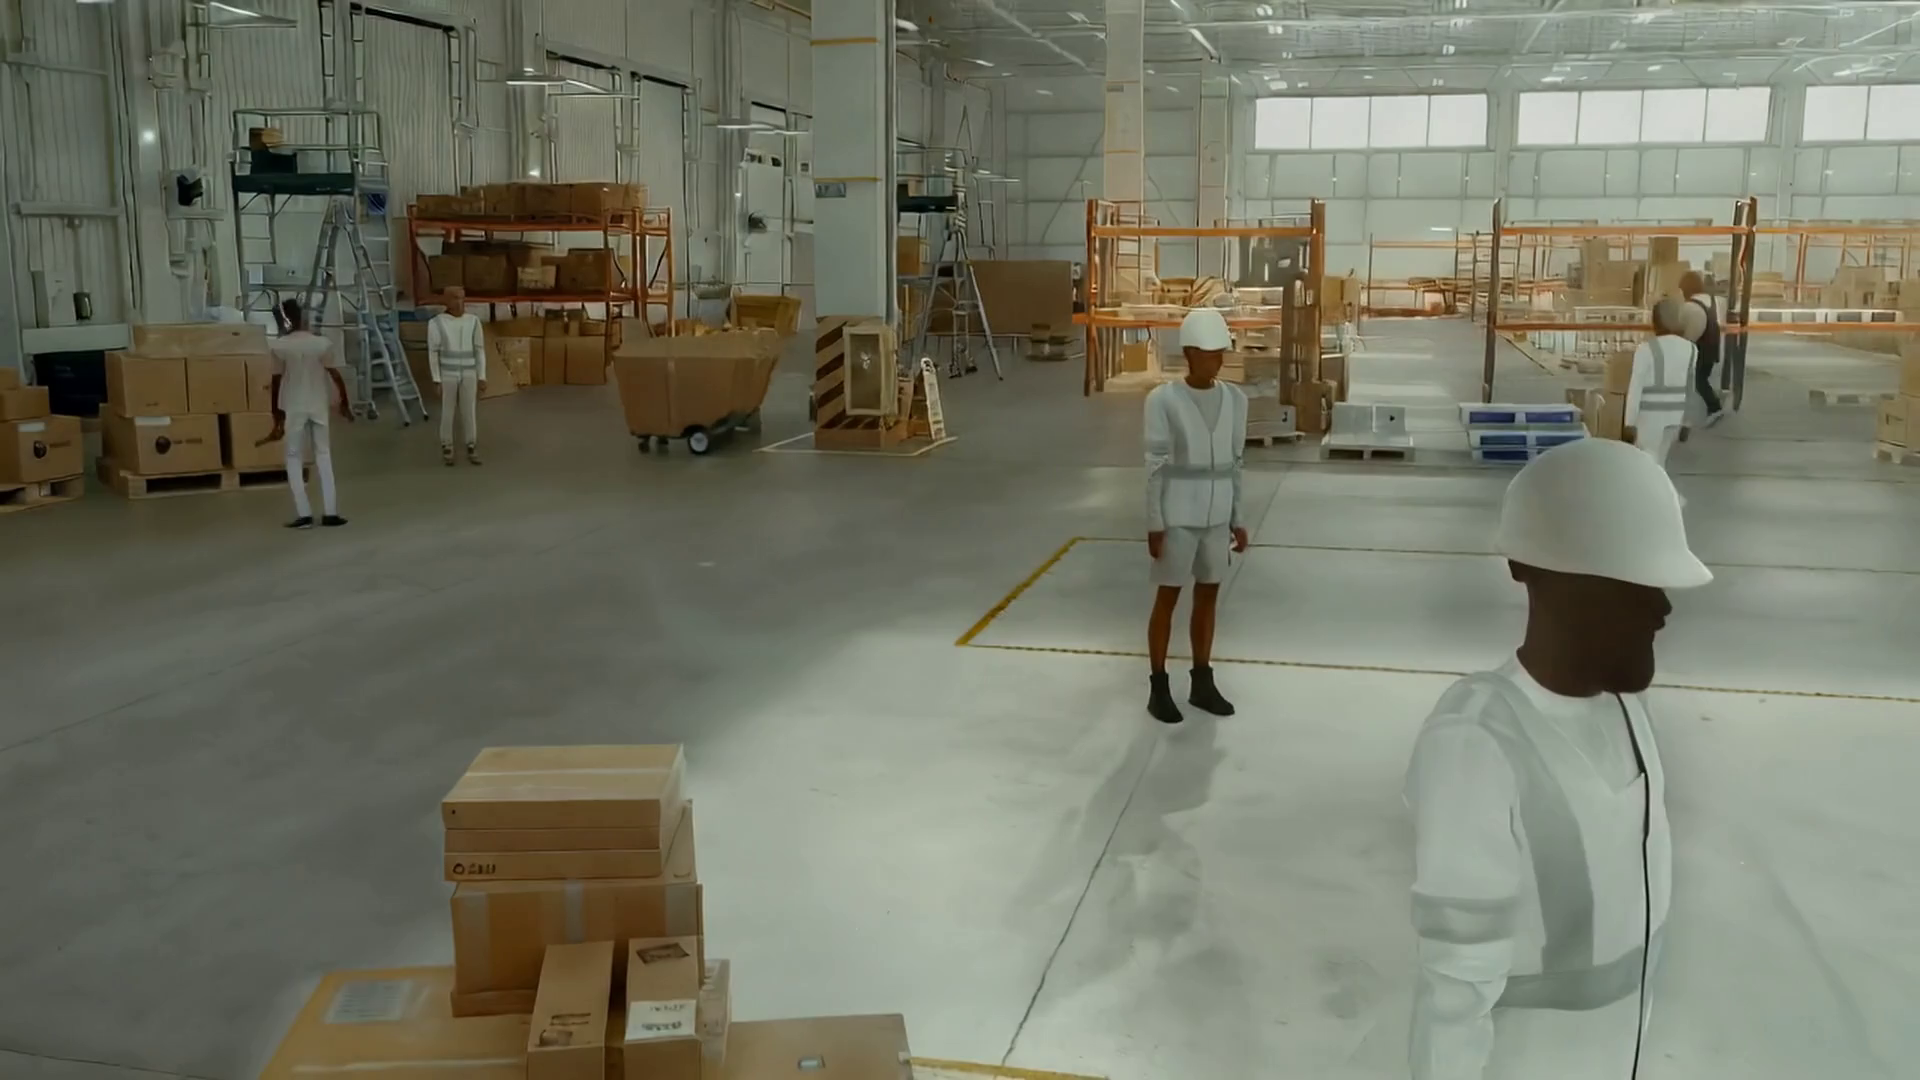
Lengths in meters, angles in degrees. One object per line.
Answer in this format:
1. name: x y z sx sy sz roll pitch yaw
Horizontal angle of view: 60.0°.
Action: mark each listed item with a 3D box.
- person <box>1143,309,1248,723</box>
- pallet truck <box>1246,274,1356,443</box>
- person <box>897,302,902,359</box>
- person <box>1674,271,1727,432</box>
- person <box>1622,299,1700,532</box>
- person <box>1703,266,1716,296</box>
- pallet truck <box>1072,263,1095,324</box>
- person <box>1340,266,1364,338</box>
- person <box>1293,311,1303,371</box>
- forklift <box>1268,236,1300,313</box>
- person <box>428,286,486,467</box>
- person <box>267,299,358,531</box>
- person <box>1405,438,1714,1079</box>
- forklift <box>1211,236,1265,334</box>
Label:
1. person: 1.121 -0.112 7.833 0.545 1.939 0.374 -4 10 -22
2. pallet truck: 3.653 -2.138 19.590 1.885 1.965 0.823 -4 10 -20
3. person: -1.089 -2.669 22.916 0.588 1.928 0.384 -4 10 -21
4. person: 9.090 -2.323 20.550 0.765 2.000 0.884 -6 11 -30
5. person: 5.488 -0.936 12.904 0.577 1.863 0.765 -4 10 -22
6. person: 22.845 -7.401 50.807 0.362 1.929 0.629 6 11 30
7. pallet truck: 4.325 -8.180 55.162 0.823 1.965 1.885 6 11 31
8. person: 10.581 -6.405 44.883 0.631 1.940 0.370 2 10 12
9. person: 6.623 -4.103 31.938 0.323 1.736 0.488 5 11 29
10. forklift: 9.588 -7.637 49.368 1.129 2.768 1.873 -4 10 -23
11. person: -5.240 -1.703 17.369 0.574 1.882 0.356 -6 11 -32
12. person: -5.188 -0.997 13.358 0.698 1.843 0.405 -5 11 -27
13. person: 0.865 0.806 2.460 0.371 1.925 0.595 8 13 40
14. forklift: 7.727 -6.784 44.348 1.873 2.768 1.129 8 12 38
